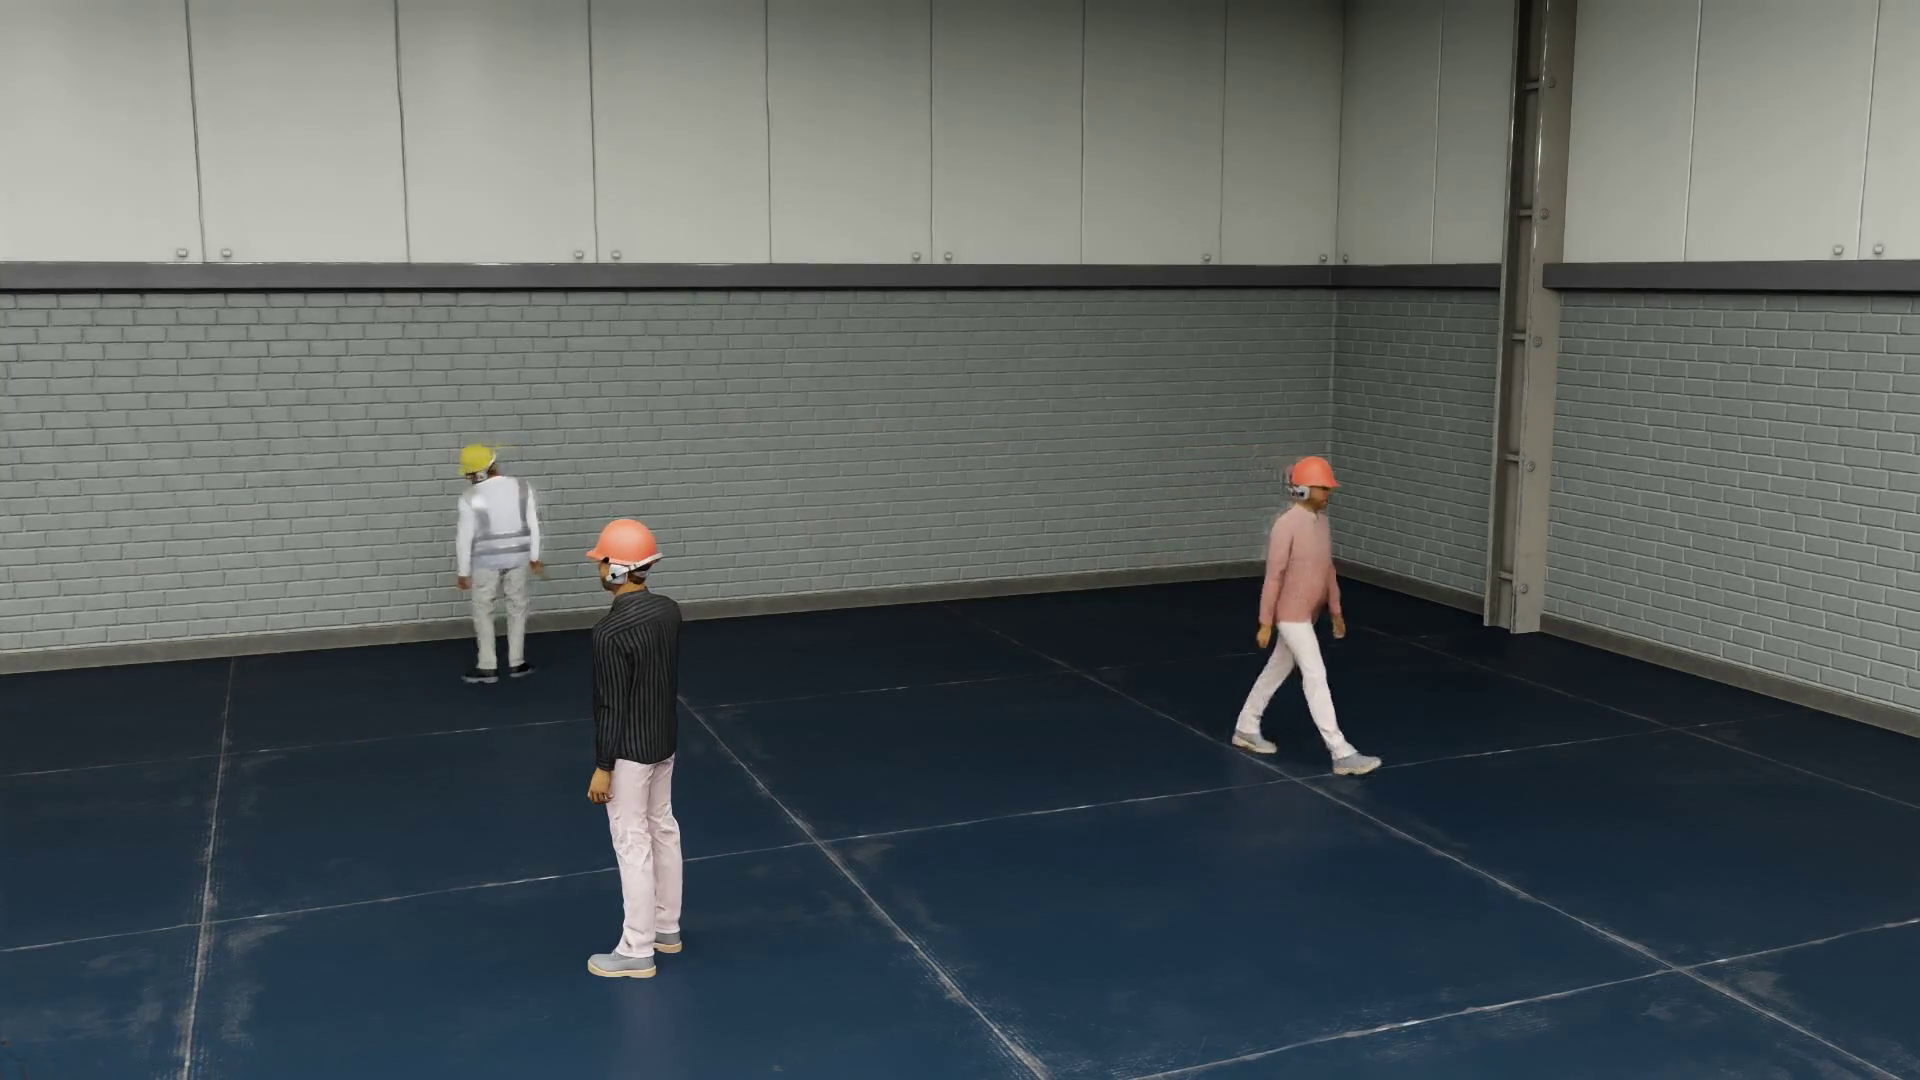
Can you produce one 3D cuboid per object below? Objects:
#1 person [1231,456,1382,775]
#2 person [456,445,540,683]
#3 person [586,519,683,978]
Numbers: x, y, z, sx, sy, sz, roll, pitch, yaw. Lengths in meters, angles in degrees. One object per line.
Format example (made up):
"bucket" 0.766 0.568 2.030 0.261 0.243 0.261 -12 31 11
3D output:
"person" 2.122 0.443 10.272 1.074 1.935 0.636 7 11 36
"person" -3.465 0.175 12.440 0.672 1.786 0.407 -7 11 -37
"person" -1.416 0.896 7.229 0.375 1.997 0.612 3 9 17
